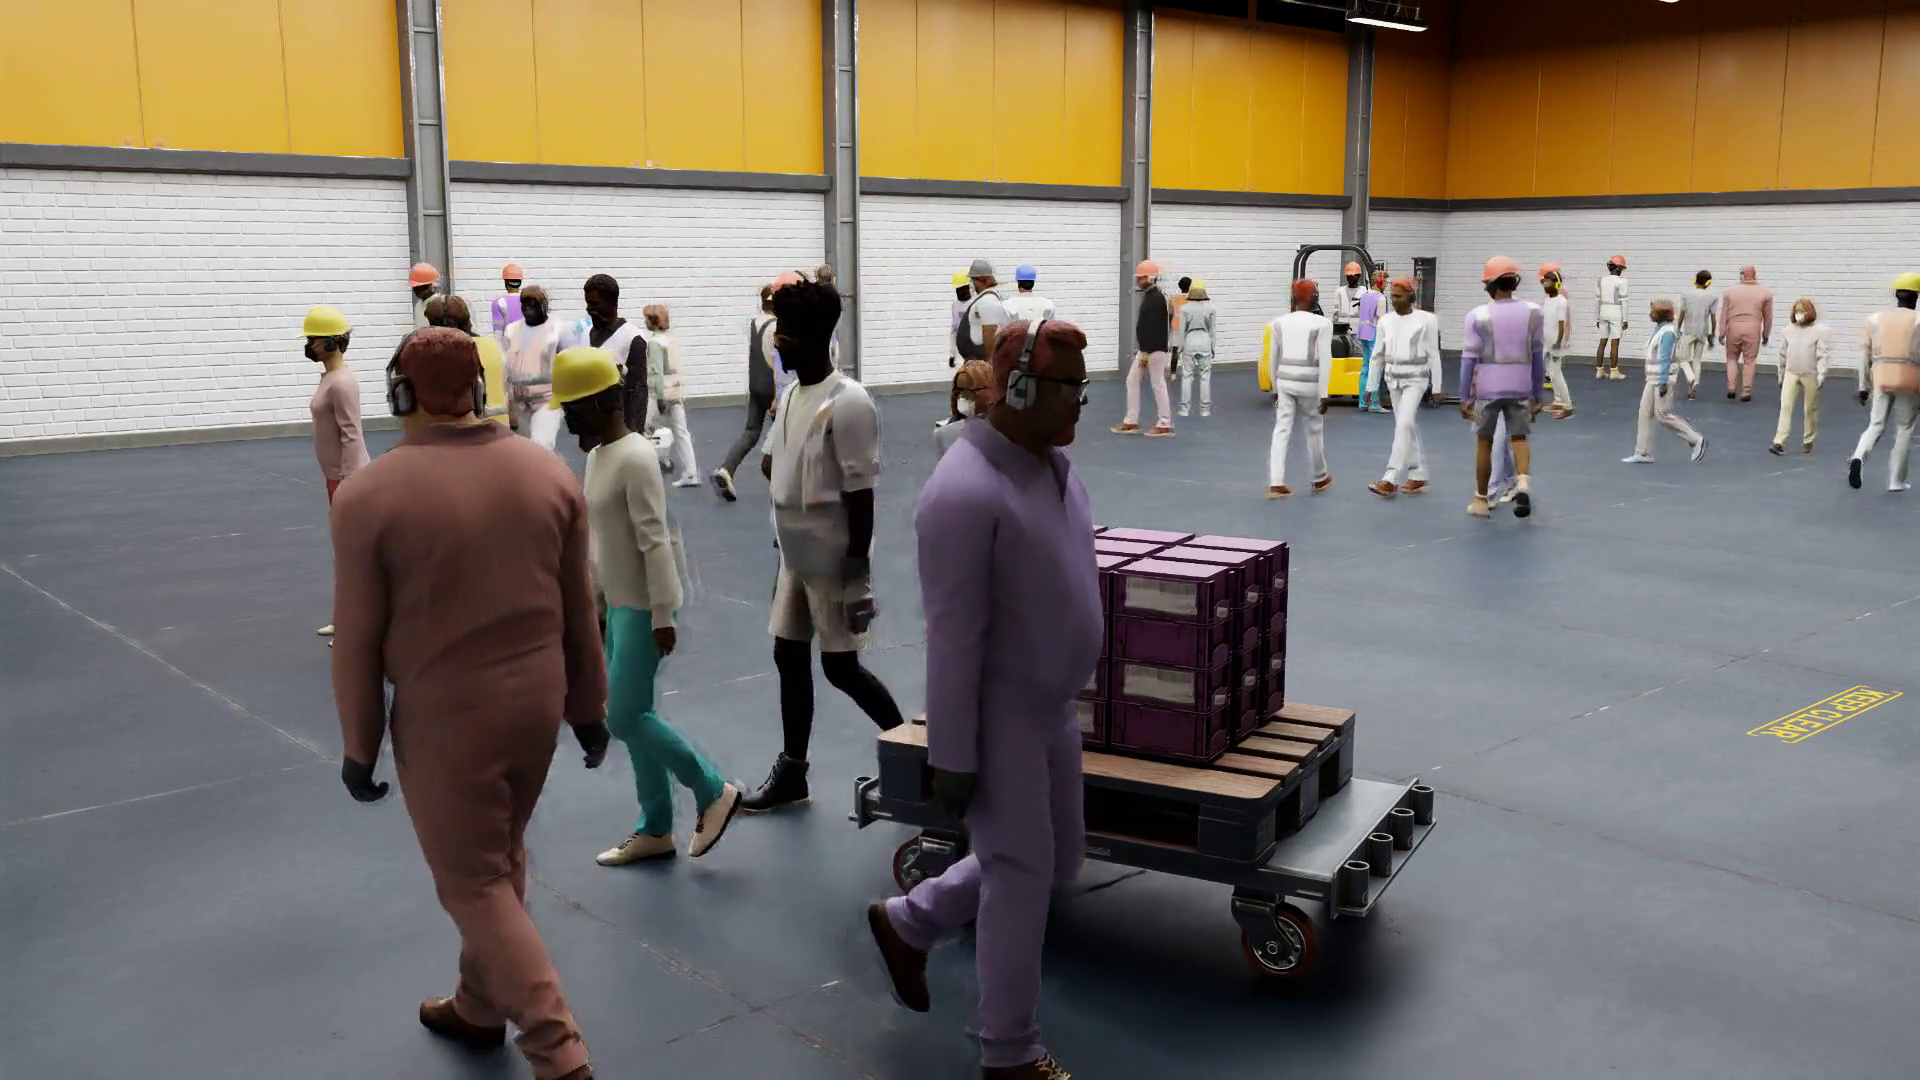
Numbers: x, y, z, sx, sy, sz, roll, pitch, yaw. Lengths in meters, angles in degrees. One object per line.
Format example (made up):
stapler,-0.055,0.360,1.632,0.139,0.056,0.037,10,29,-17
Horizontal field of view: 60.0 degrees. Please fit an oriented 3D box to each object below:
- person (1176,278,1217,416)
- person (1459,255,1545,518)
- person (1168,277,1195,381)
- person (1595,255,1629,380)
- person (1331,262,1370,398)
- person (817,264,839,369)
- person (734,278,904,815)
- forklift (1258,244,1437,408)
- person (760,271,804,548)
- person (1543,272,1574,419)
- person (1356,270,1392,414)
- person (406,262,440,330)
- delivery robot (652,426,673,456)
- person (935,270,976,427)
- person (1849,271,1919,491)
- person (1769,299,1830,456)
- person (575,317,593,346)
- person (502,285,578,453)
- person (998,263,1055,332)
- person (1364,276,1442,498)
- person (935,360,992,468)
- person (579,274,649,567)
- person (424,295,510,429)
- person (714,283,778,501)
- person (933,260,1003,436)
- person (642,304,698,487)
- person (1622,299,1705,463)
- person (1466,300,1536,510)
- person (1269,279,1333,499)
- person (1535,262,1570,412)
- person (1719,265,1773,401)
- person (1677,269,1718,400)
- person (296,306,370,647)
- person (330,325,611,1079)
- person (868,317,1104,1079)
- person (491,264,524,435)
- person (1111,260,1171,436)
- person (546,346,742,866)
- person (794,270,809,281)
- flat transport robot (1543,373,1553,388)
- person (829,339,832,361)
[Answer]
person,2.998,-2.435,21.071,0.516,1.745,0.331,0,10,0
person,4.136,-1.144,12.662,0.666,2.028,0.660,0,10,0
person,3.611,-3.404,26.897,0.539,1.692,0.319,4,10,22
person,10.734,-3.653,27.350,0.390,2.034,0.605,-6,11,-31
person,5.565,-2.980,23.683,0.542,1.939,0.364,5,11,26
person,-1.761,-2.489,20.860,0.668,1.926,0.641,-7,12,-35
person,-0.460,0.048,5.977,0.622,1.975,0.646,-6,11,-30
forklift,5.256,-2.933,22.661,2.313,2.155,1.214,3,10,16
person,-1.126,-0.859,11.318,0.435,1.916,0.546,-9,13,-43
person,7.304,-2.400,20.613,0.807,1.834,0.550,-2,10,-11
person,5.330,-2.549,21.455,0.390,1.839,0.564,-3,10,-15
person,-4.838,-1.564,15.332,0.525,1.955,0.720,-8,12,-39
delivery robot,-3.029,-0.918,15.382,0.707,0.478,0.477,-5,11,-27
person,0.156,-2.223,19.527,1.057,1.868,0.617,-7,12,-35
person,7.955,-1.337,14.187,0.751,1.903,0.590,-8,12,-39
person,8.535,-1.645,16.885,0.513,1.584,0.852,9,13,42
person,-3.813,-1.816,17.685,0.555,1.655,0.859,-2,10,-13
person,-3.286,-1.035,12.719,0.626,1.796,0.943,4,11,23
person,0.660,-1.782,16.643,0.606,1.947,0.406,-3,10,-17
person,3.663,-1.281,13.992,0.904,1.845,0.610,-7,12,-36
person,0.117,0.004,7.240,0.507,1.588,0.875,8,12,38
person,-2.178,-0.707,10.453,0.587,1.914,0.391,8,13,40
person,-2.884,-0.496,9.546,0.851,1.796,0.679,5,11,27
person,-1.666,-1.213,13.752,0.526,1.814,0.863,9,13,41
person,0.241,-2.138,18.454,0.878,2.000,0.689,2,10,12
person,-2.687,-1.250,14.546,0.848,1.598,0.514,2,10,14
person,6.862,-1.531,16.128,0.662,1.615,0.524,1,10,7
person,4.374,-1.116,13.420,0.896,1.724,0.524,-9,13,-41
person,2.878,-1.278,14.035,0.601,1.830,0.977,7,12,36
person,7.690,-2.623,21.573,0.500,1.946,0.664,6,11,32
person,10.987,-2.890,23.273,0.670,1.888,0.555,5,11,26
person,10.297,-2.862,23.276,0.541,1.842,0.555,2,10,12
person,-3.232,-0.327,8.656,0.329,1.769,0.526,-5,11,-27
person,-1.114,0.427,3.958,0.834,1.864,0.658,7,12,36
person,0.064,0.403,4.022,0.613,1.880,0.659,4,11,25
person,-4.881,-2.058,18.289,0.543,1.939,0.360,-7,12,-34
person,2.030,-2.130,18.619,0.798,1.965,0.629,-1,10,-8
person,-1.084,0.230,5.481,0.493,1.727,0.572,-5,11,-27
person,-1.801,-2.224,19.482,0.539,1.859,0.474,5,11,28
flat transport robot,8.777,-2.517,25.847,0.652,0.197,1.431,2,10,10
person,-1.544,-1.774,17.572,0.615,1.609,0.524,-3,10,-15
